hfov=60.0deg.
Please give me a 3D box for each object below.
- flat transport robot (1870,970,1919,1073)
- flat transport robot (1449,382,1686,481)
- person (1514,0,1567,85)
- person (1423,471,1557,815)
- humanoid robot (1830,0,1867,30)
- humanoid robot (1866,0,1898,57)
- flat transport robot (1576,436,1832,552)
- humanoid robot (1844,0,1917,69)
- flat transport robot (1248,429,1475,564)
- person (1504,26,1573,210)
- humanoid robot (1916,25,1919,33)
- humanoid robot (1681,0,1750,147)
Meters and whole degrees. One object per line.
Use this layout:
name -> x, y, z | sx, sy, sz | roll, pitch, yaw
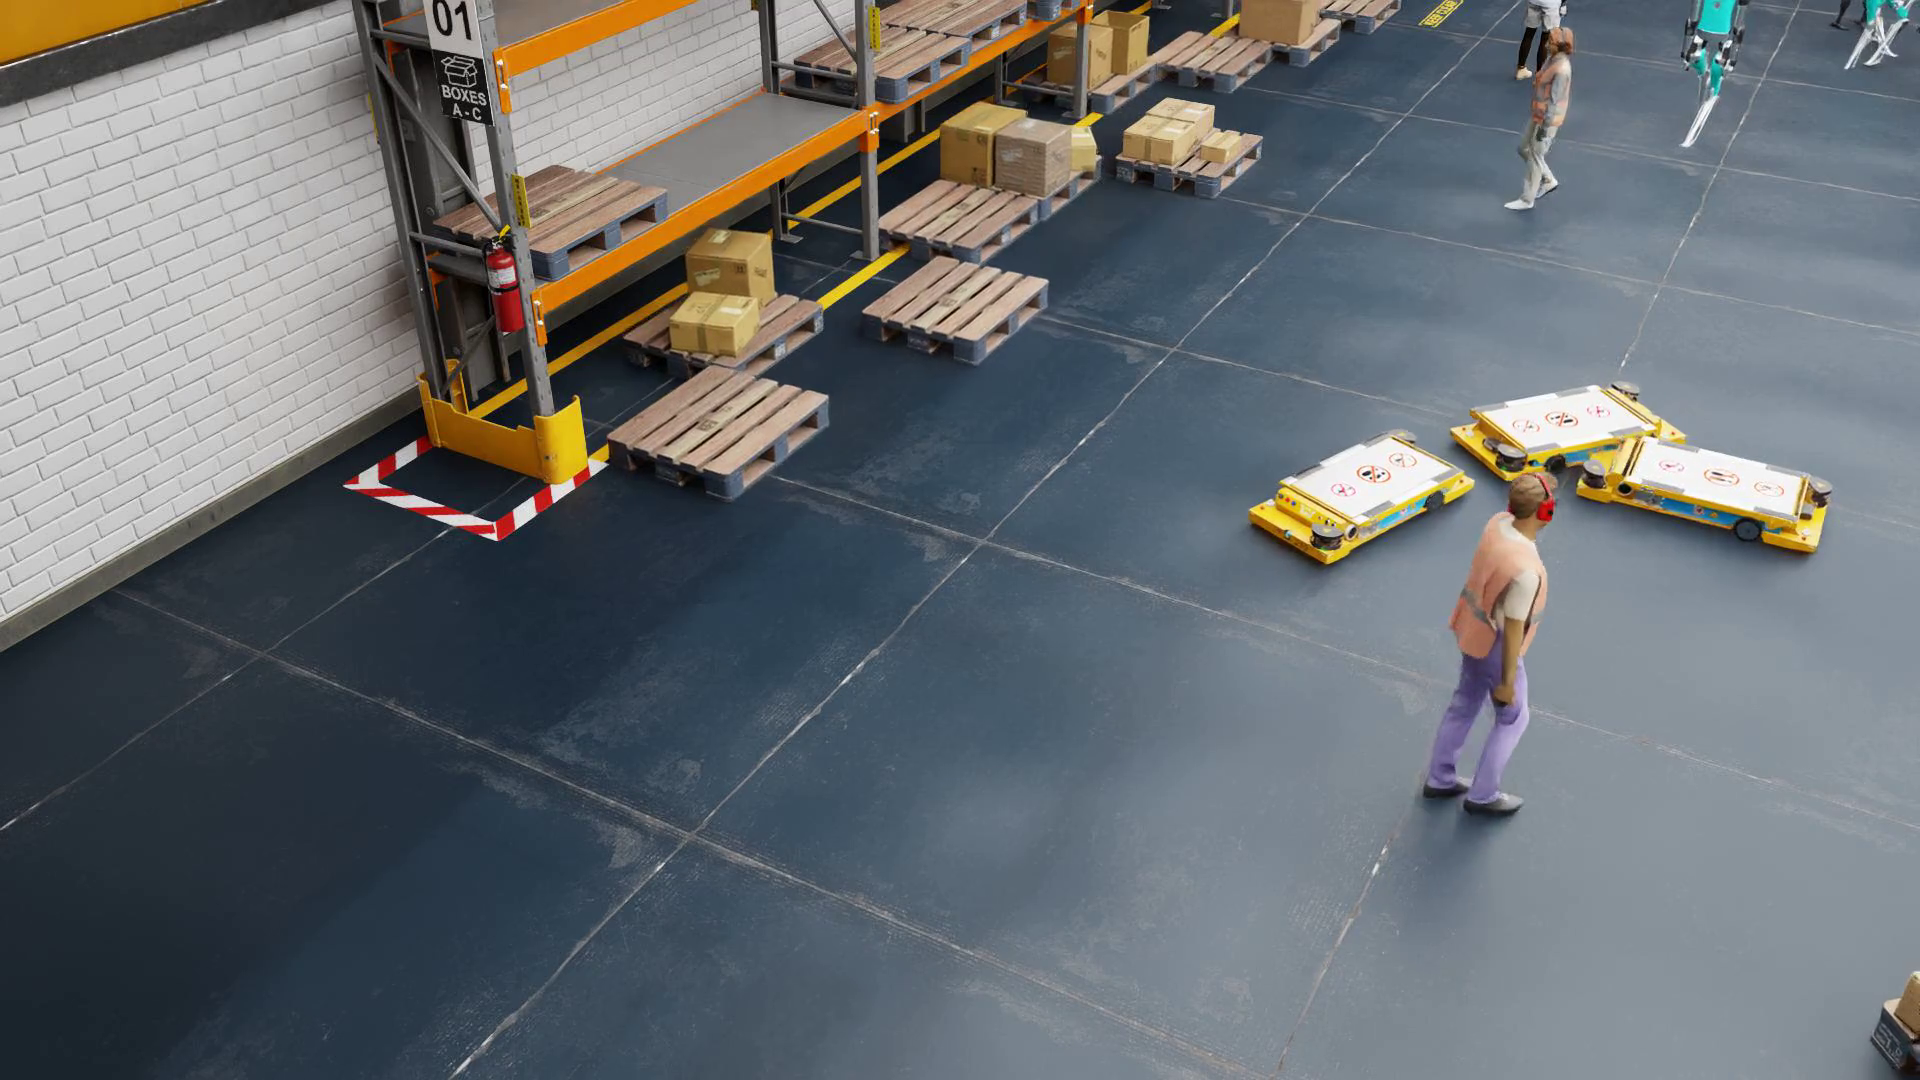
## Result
flat transport robot -> 4.426, 2.350, 6.592 | 0.659, 0.231, 1.431 | -7, 34, -10
flat transport robot -> 4.119, -0.738, 11.265 | 1.431, 0.231, 0.659 | -11, 35, -16
person -> 6.113, -5.606, 17.334 | 0.319, 1.696, 0.532 | -19, 38, -26
person -> 2.579, 0.507, 7.983 | 0.526, 1.811, 0.616 | -3, 34, -4
humanoid robot -> 10.352, -6.660, 18.943 | 0.602, 1.642, 0.365 | -7, 34, -11
humanoid robot -> 10.286, -6.294, 18.345 | 0.548, 1.800, 0.754 | -20, 39, -28
flat transport robot -> 4.754, -0.325, 10.640 | 1.431, 0.231, 0.659 | 17, 37, 24
humanoid robot -> 9.928, -5.845, 17.713 | 0.736, 1.845, 0.544 | -20, 38, -27
flat transport robot -> 2.573, -0.296, 10.595 | 1.431, 0.231, 0.659 | -23, 40, -31
person -> 5.064, -3.641, 14.413 | 0.371, 1.624, 0.541 | 5, 34, 8
humanoid robot -> 10.127, -5.313, 16.951 | 0.767, 1.634, 0.591 | -26, 41, -34
humanoid robot -> 7.281, -4.725, 15.981 | 0.541, 1.762, 0.982 | 22, 39, 30
